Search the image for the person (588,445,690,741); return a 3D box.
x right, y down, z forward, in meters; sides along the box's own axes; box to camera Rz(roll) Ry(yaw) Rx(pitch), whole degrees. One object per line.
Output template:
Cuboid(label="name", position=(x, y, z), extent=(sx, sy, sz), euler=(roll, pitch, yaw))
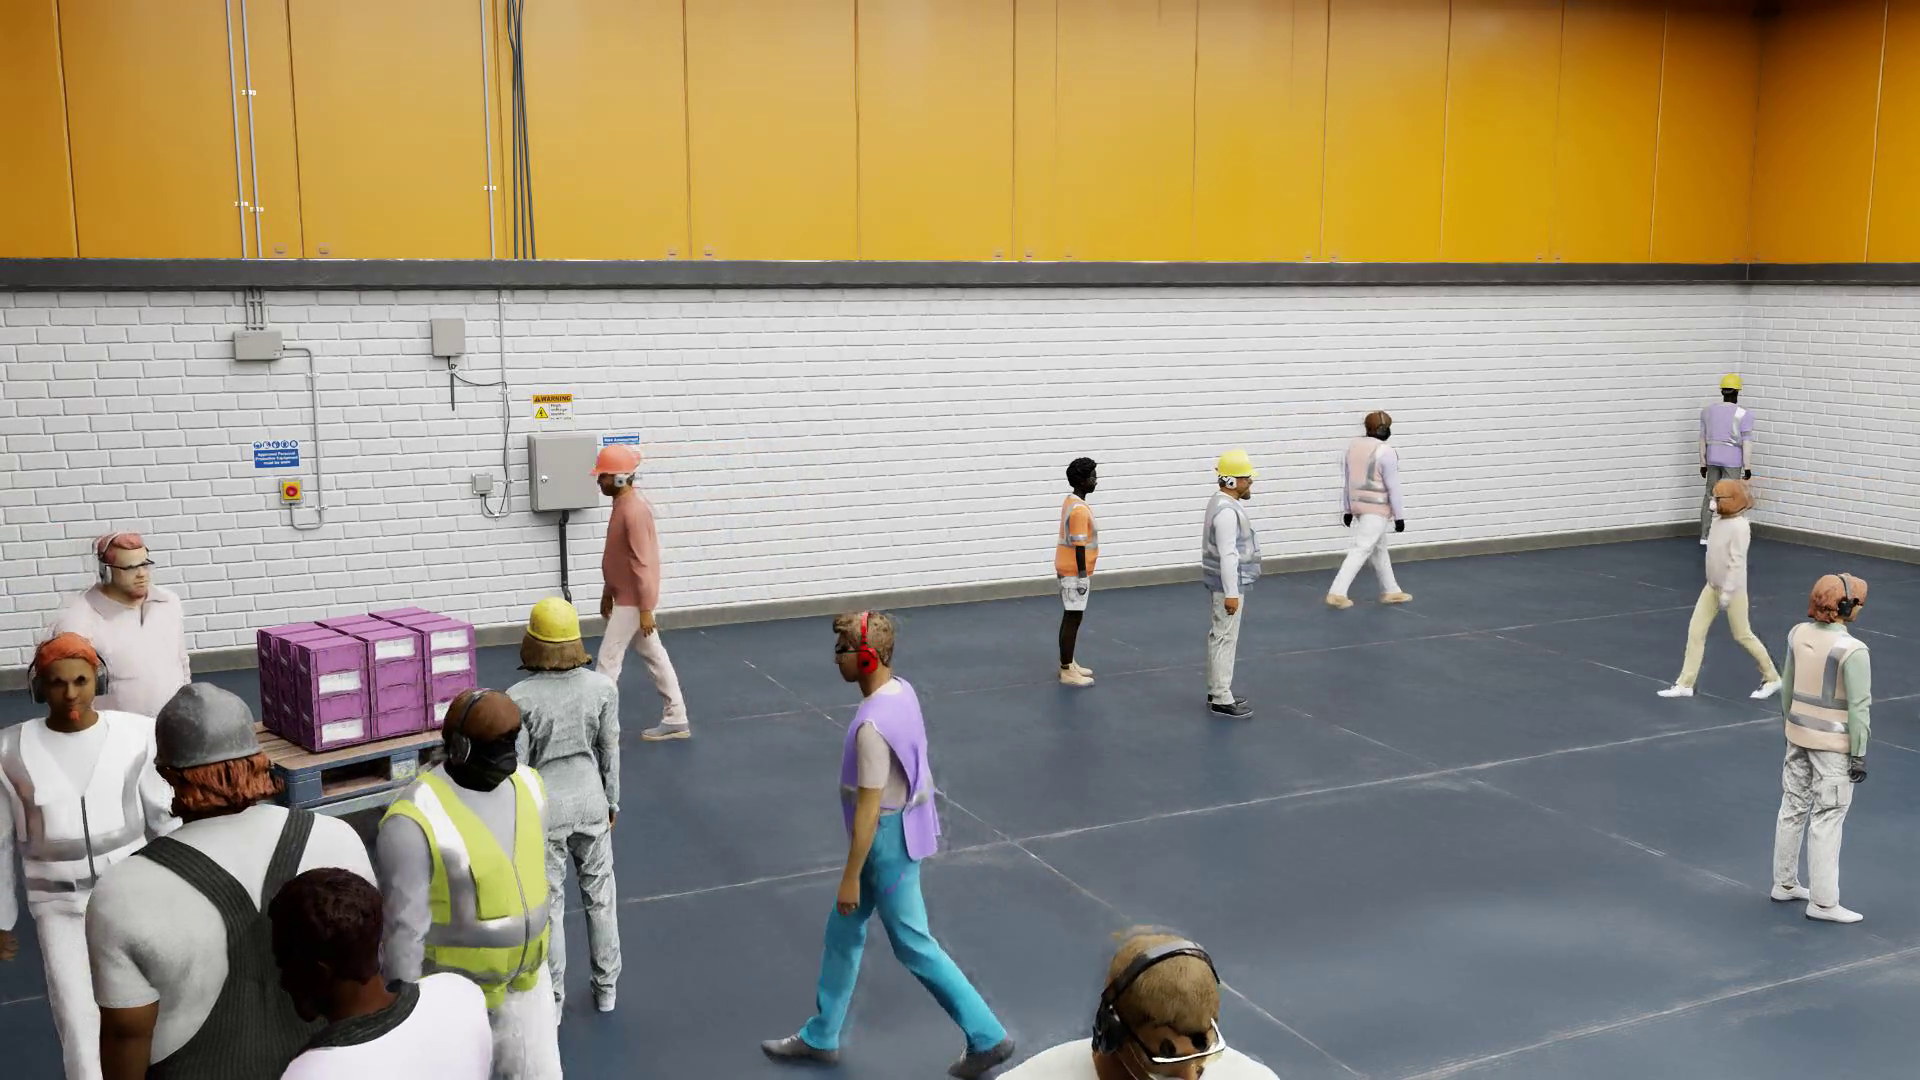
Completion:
Cuboid(label="person", position=(-2.199, 0.369, 10.580), extent=(1.010, 1.941, 0.658), euler=(-3, 10, -15))

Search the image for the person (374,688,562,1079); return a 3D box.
Cuboid(label="person", position=(-1.549, 1.321, 5.154), extent=(0.957, 1.801, 0.633), euler=(6, 11, 33))

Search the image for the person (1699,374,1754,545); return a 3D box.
Cuboid(label="person", position=(8.438, -0.868, 18.338), extent=(0.391, 1.921, 0.585), euler=(-7, 11, -36))

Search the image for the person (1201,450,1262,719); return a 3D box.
Cuboid(label="person", position=(1.857, 0.292, 11.400), extent=(0.404, 1.830, 0.603), euler=(1, 9, 5))

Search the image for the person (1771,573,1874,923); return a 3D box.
Cuboid(label="person", position=(4.060, 0.965, 7.820), extent=(0.306, 1.639, 0.524), euler=(-2, 9, -11))

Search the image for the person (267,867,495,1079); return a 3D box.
Cuboid(label="person", position=(-1.105, 1.565, 3.388), extent=(0.967, 1.879, 0.604), euler=(5, 10, 28))

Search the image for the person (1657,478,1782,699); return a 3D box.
Cuboid(label="person", position=(5.467, 0.354, 11.770), extent=(0.836, 1.597, 0.494), euler=(-1, 9, -5))

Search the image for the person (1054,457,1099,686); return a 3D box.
Cuboid(label="person", position=(0.862, 0.228, 12.244), extent=(0.322, 1.689, 0.530), euler=(0, 9, -3))

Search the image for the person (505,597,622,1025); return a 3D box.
Cuboid(label="person", position=(-1.611, 1.088, 6.734), extent=(0.488, 1.746, 0.287), euler=(-6, 11, -33))

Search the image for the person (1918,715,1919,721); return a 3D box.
Cuboid(label="person", position=(6.619, 0.349, 11.004), extent=(0.344, 1.847, 0.505), euler=(1, 9, 6))

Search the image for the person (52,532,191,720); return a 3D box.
Cuboid(label="person", position=(-3.667, 0.897, 7.470), extent=(0.557, 1.885, 0.684), euler=(4, 10, 26))

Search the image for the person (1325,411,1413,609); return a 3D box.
Cuboid(label="person", position=(3.720, -0.270, 15.047), extent=(0.979, 1.802, 0.631), euler=(-3, 10, -19))

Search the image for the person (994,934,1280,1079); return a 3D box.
Cuboid(label="person", position=(0.337, 1.612, 3.065), extent=(0.682, 1.877, 0.851), euler=(-3, 10, -16))

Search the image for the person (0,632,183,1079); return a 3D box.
Cuboid(label="person", position=(-2.921, 1.225, 5.614), extent=(0.602, 1.826, 0.968), euler=(-6, 11, -34))

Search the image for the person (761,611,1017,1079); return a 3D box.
Cuboid(label="person", position=(-0.242, 1.145, 6.224), extent=(0.950, 1.803, 0.561), euler=(0, 9, 2))
